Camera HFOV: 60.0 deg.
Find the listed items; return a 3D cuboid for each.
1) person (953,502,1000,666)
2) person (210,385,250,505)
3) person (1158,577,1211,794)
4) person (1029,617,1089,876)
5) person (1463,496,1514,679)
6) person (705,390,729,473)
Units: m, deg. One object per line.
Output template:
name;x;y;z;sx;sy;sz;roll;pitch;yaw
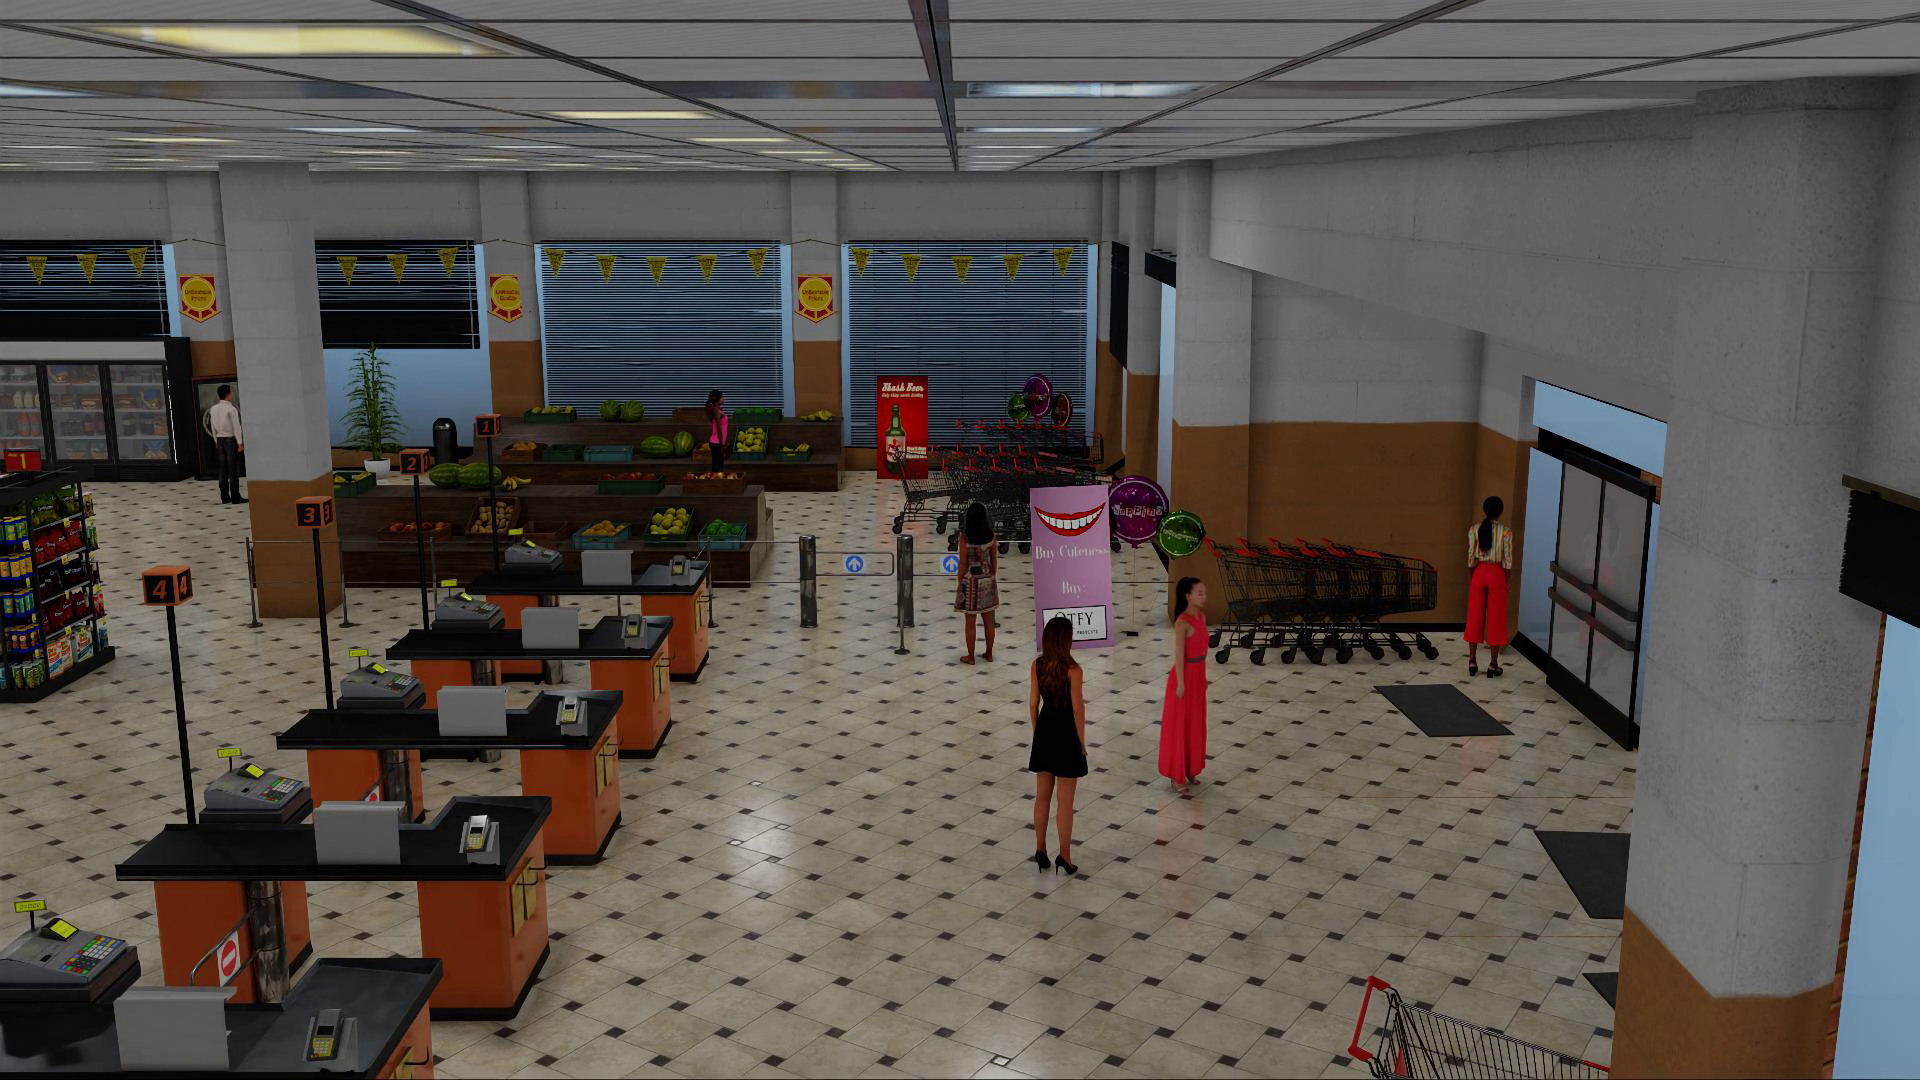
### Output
person;0.169;0.428;16.751;0.639;1.645;0.784;-6;13;-27
person;-11.144;-1.459;25.309;0.631;1.810;0.791;5;13;22
person;1.812;1.134;13.198;0.753;1.726;0.713;9;15;37
person;0.669;1.426;11.548;0.636;1.834;0.729;8;14;32
person;5.173;0.450;16.285;0.631;1.793;0.736;7;14;30
person;-3.715;-1.440;25.432;0.632;1.723;0.618;-4;12;-16
